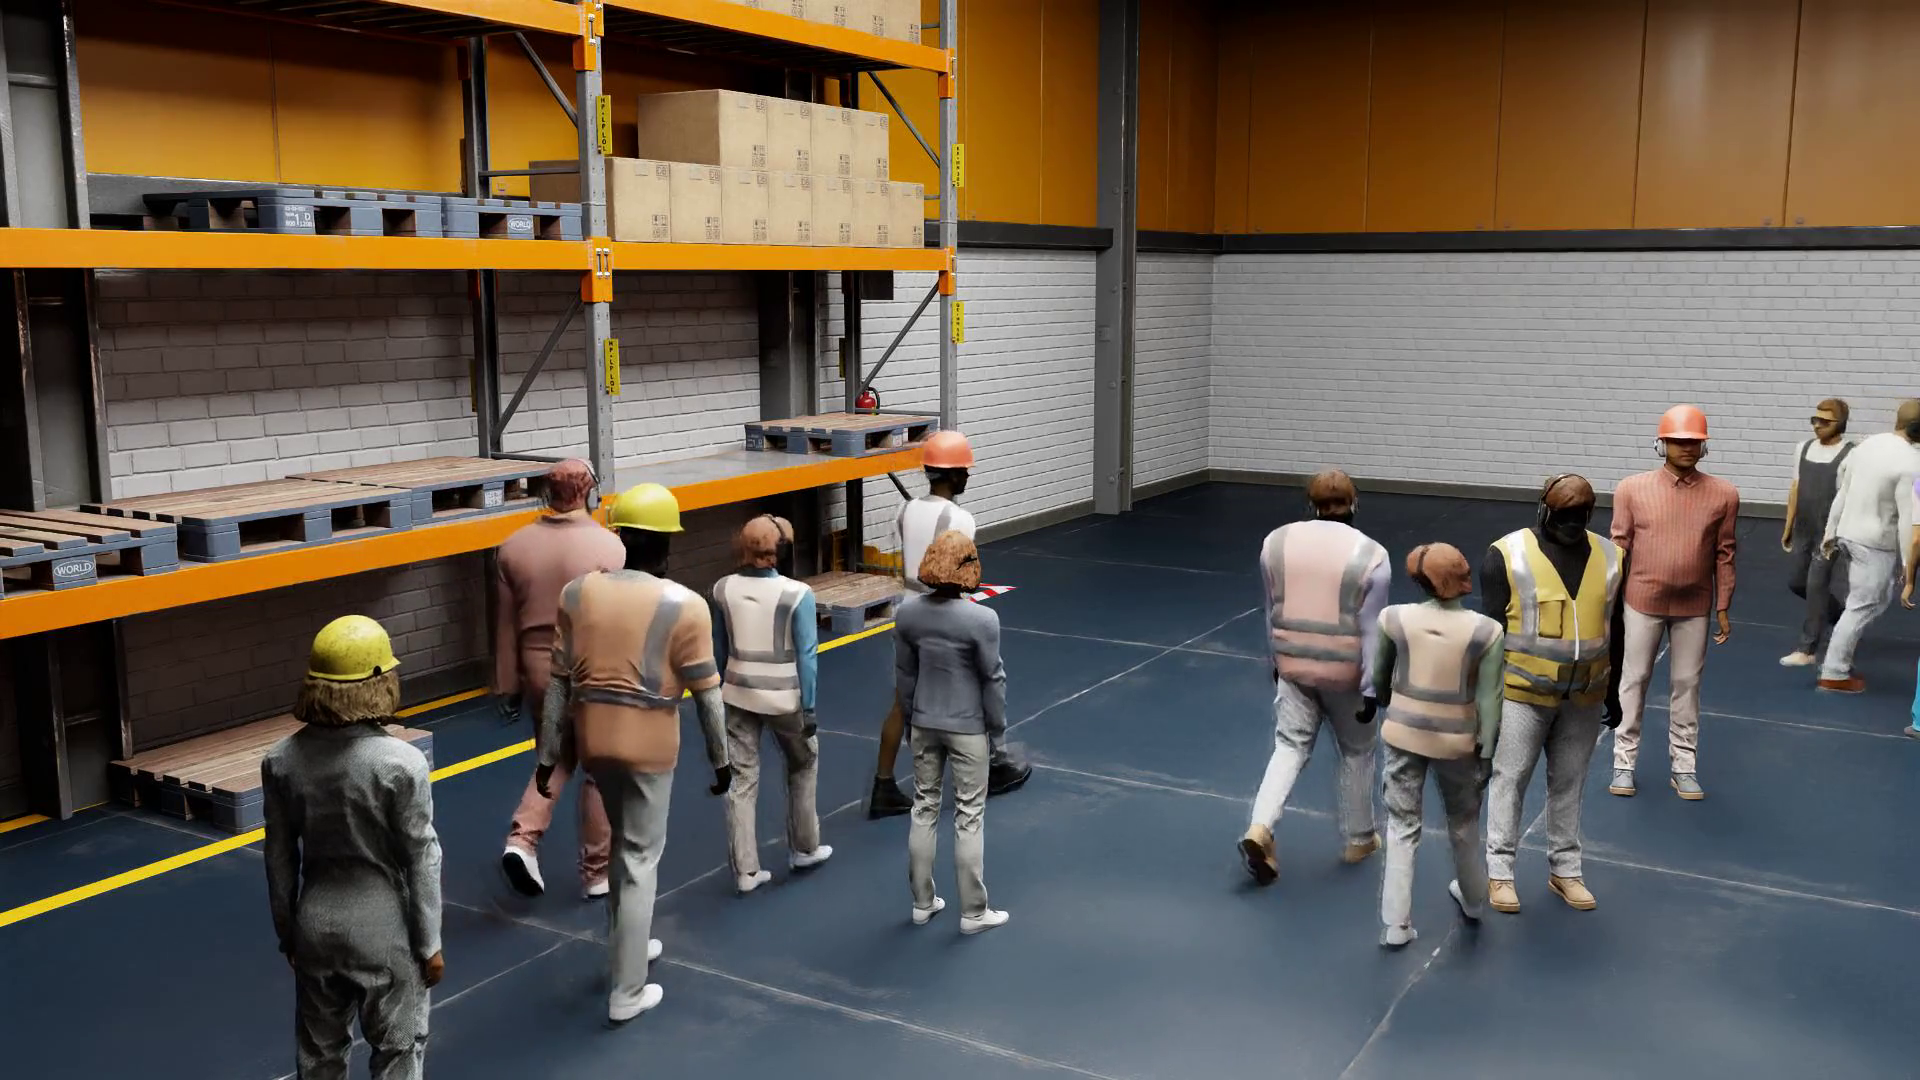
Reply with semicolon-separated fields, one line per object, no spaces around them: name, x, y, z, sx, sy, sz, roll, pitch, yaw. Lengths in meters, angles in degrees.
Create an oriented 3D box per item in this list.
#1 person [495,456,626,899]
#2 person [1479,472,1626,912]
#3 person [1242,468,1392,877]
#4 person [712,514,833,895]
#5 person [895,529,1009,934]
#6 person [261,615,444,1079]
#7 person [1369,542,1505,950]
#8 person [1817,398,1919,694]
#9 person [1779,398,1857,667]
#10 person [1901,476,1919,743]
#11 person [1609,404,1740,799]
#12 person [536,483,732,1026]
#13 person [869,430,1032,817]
person;-1.648;0.605;6.946;0.637;1.892;0.567;3;10;19
person;2.464;0.632;6.918;0.621;1.838;0.429;-1;9;-4
person;1.582;0.588;7.313;0.621;1.808;0.834;7;11;35
person;-0.799;0.687;7.227;0.538;1.613;0.681;4;10;21
person;-0.032;0.768;6.696;0.499;1.633;0.286;5;11;31
person;-1.618;1.064;4.507;0.488;1.743;0.321;2;9;11
person;1.884;0.798;6.616;0.520;1.603;0.664;3;10;21
person;5.703;0.054;10.375;0.584;1.888;0.657;0;9;1
person;5.893;-0.060;11.283;0.708;1.829;0.523;-4;10;-21
person;5.584;0.249;9.277;0.570;1.842;0.379;3;10;20
person;3.580;0.314;8.398;0.615;1.997;0.373;2;9;12
person;-1.162;0.742;6.046;0.664;1.891;0.754;3;10;19
person;-0.079;0.400;8.212;0.984;1.883;0.565;-7;12;-39
